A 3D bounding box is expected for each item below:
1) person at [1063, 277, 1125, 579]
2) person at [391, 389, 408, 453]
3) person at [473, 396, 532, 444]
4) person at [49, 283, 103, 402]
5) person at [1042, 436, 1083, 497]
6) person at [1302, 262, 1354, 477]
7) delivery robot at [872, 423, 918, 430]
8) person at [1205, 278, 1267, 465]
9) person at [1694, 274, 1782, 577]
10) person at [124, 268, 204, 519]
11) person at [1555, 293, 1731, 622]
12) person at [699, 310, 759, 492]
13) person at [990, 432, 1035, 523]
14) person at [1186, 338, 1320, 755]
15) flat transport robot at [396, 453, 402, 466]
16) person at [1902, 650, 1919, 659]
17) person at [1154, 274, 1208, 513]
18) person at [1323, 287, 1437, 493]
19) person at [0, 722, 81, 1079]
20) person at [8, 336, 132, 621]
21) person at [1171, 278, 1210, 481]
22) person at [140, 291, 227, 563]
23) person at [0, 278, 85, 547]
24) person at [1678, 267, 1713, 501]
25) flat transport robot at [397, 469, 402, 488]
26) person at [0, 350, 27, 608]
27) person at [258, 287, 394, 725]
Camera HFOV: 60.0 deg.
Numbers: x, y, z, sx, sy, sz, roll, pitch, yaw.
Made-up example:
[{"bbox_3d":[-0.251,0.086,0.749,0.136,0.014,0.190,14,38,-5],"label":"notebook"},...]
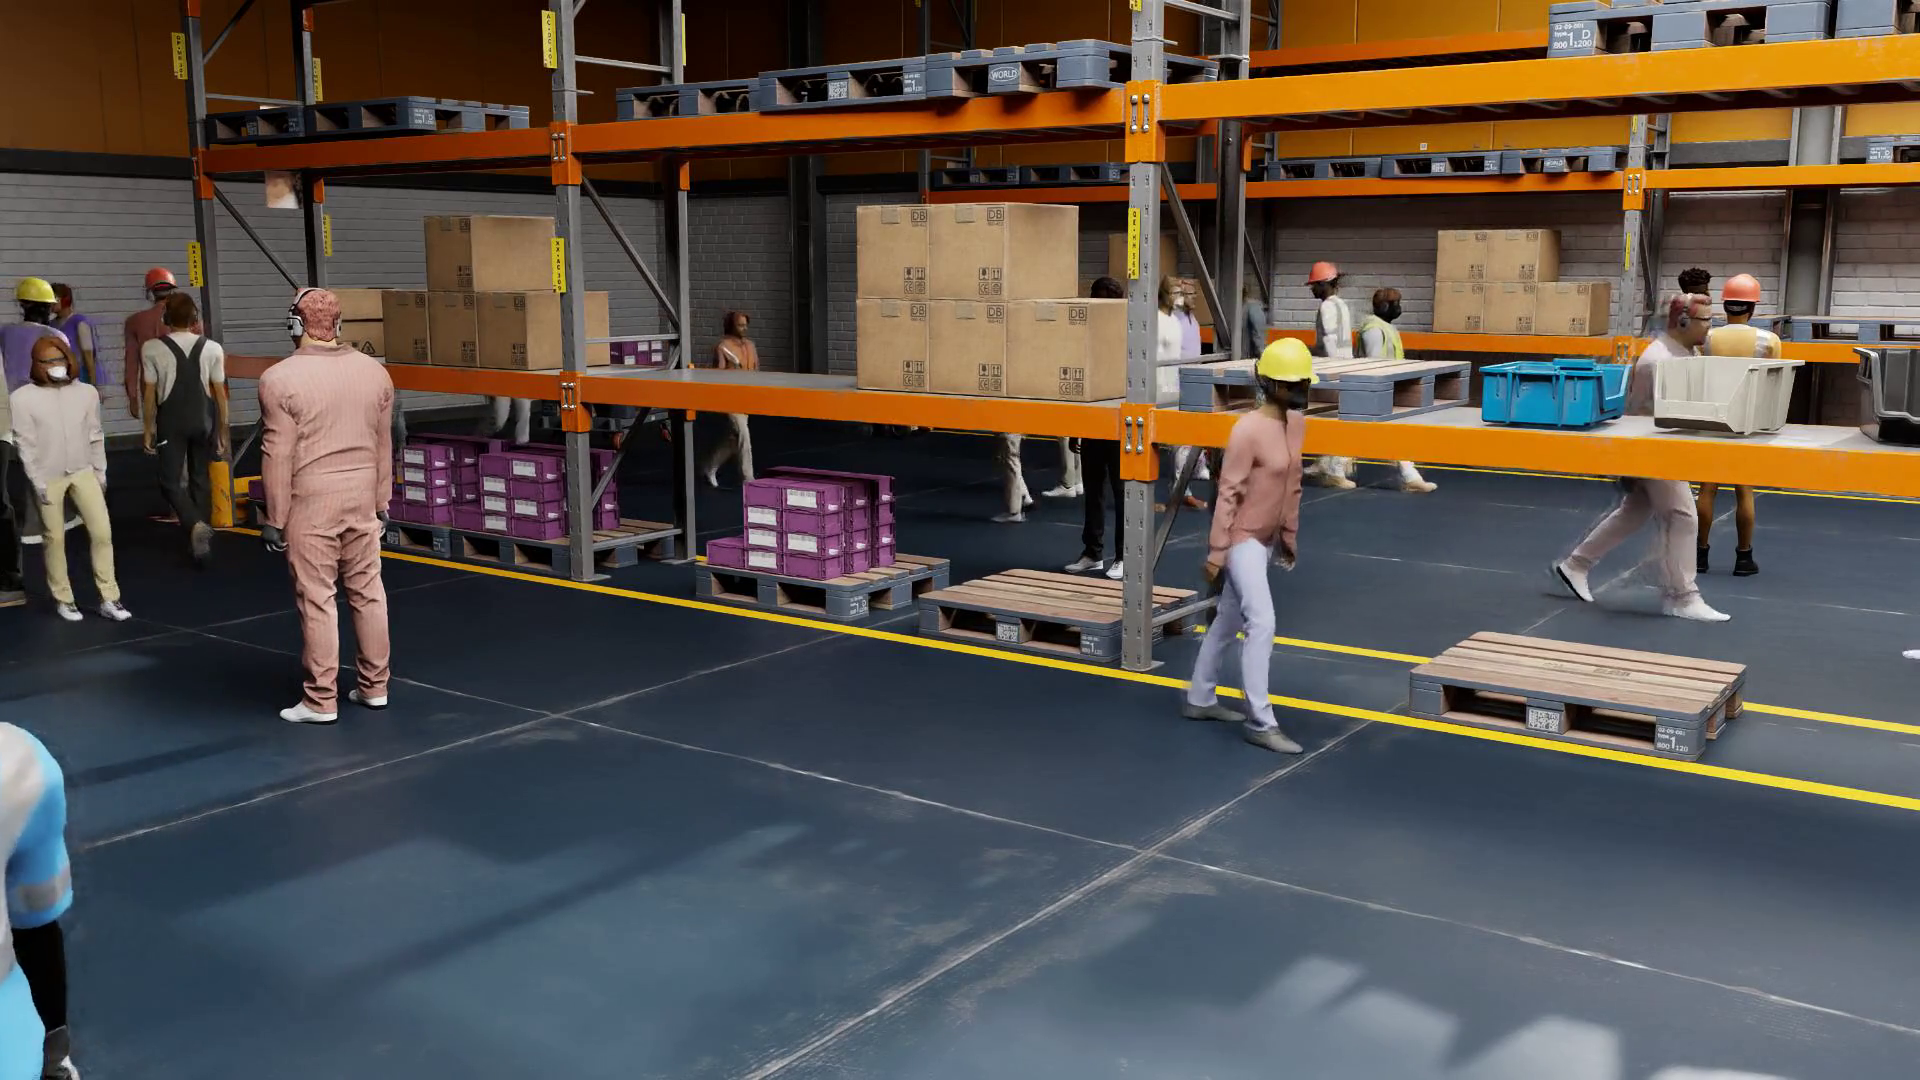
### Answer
[{"bbox_3d":[0.947,-0.719,10.687,0.596,1.918,0.379,9,13,42],"label":"person"},{"bbox_3d":[-5.972,-1.682,17.085,0.491,1.698,0.908,2,10,9],"label":"person"},{"bbox_3d":[-4.235,-1.502,15.345,0.775,1.921,0.636,5,11,27],"label":"person"},{"bbox_3d":[-7.848,-1.335,14.606,0.609,1.825,0.558,7,12,35],"label":"person"},{"bbox_3d":[0.888,-1.294,14.269,0.323,1.865,0.518,5,11,27],"label":"person"},{"bbox_3d":[3.433,-1.579,15.544,0.626,2.010,0.657,5,11,28],"label":"person"},{"bbox_3d":[-0.764,-1.488,19.037,0.707,0.478,0.477,6,11,31],"label":"delivery robot"},{"bbox_3d":[2.722,-1.657,16.370,0.979,1.873,0.731,-3,10,-16],"label":"person"},{"bbox_3d":[4.963,-0.732,10.705,0.545,1.938,0.355,6,11,30],"label":"person"},{"bbox_3d":[-6.251,-1.179,13.296,0.651,1.949,0.862,-1,10,-4],"label":"person"},{"bbox_3d":[3.957,-0.498,9.592,0.979,1.861,0.631,7,12,35],"label":"person"},{"bbox_3d":[-2.022,-1.220,14.601,0.767,1.606,0.513,5,11,27],"label":"person"},{"bbox_3d":[0.372,-0.932,12.791,0.371,1.626,0.537,3,10,17],"label":"person"},{"bbox_3d":[1.197,0.007,6.989,0.656,1.715,0.532,7,12,36],"label":"person"},{"bbox_3d":[-5.143,-0.639,15.105,0.652,0.197,1.431,-3,10,-17],"label":"flat transport robot"},{"bbox_3d":[5.243,-0.253,8.075,0.936,1.883,0.594,5,11,28],"label":"person"},{"bbox_3d":[1.695,-1.147,13.247,0.772,1.910,0.654,5,11,25],"label":"person"},{"bbox_3d":[3.671,-1.304,14.558,0.986,1.794,0.639,6,11,30],"label":"person"},{"bbox_3d":[-1.451,0.807,2.304,0.621,1.675,0.537,6,11,32],"label":"person"},{"bbox_3d":[-4.922,-0.315,9.200,0.681,1.605,0.507,8,13,40],"label":"person"},{"bbox_3d":[1.961,-1.481,15.360,0.925,1.873,0.659,7,12,37],"label":"person"},{"bbox_3d":[-5.117,-0.728,11.018,0.534,1.827,0.654,-8,13,-41],"label":"person"},{"bbox_3d":[-6.580,-0.933,12.046,0.616,1.887,0.908,3,10,15],"label":"person"},{"bbox_3d":[6.169,-1.325,14.154,0.367,1.965,0.607,4,10,23],"label":"person"},{"bbox_3d":[-4.563,-0.490,14.216,1.431,0.197,0.652,-3,10,-18],"label":"flat transport robot"},{"bbox_3d":[-5.761,-0.584,9.700,0.607,1.987,0.406,8,13,41],"label":"person"},{"bbox_3d":[-2.792,-0.147,7.314,0.408,1.908,0.644,6,11,32],"label":"person"}]
